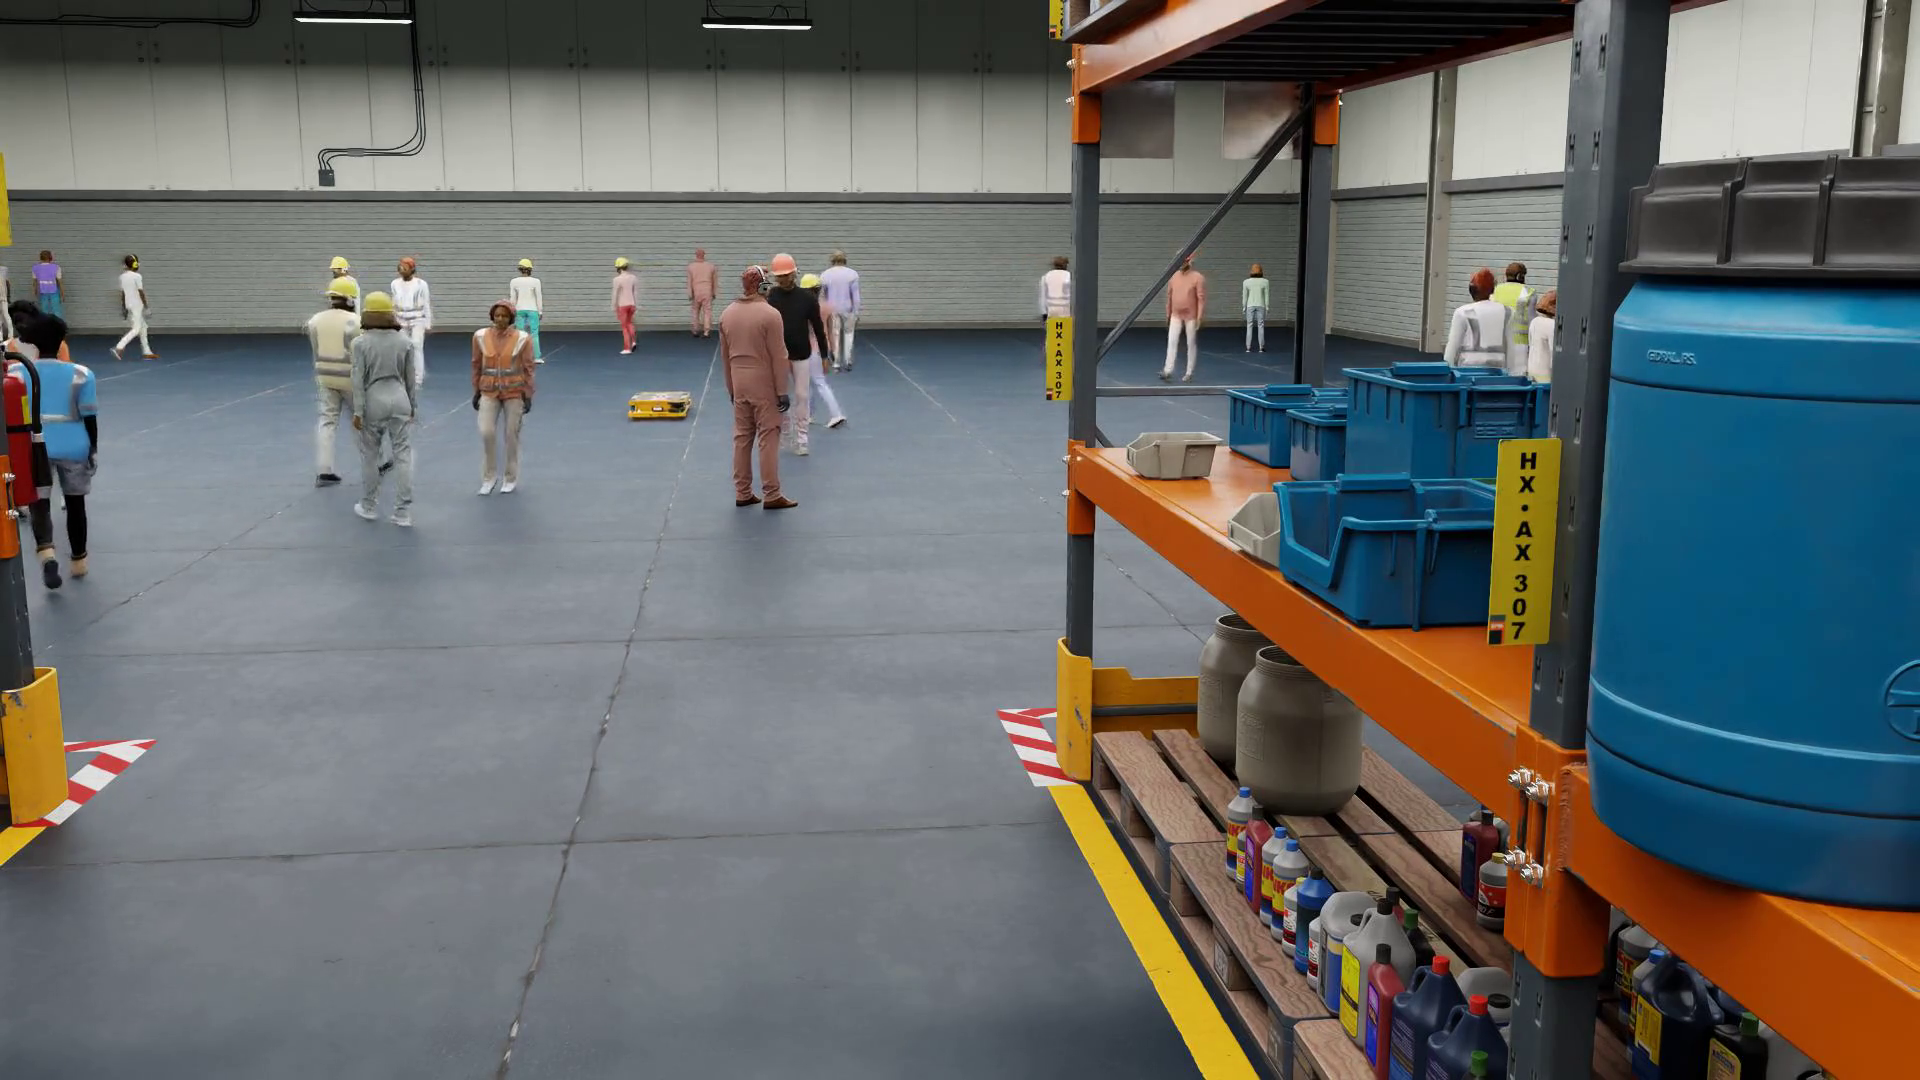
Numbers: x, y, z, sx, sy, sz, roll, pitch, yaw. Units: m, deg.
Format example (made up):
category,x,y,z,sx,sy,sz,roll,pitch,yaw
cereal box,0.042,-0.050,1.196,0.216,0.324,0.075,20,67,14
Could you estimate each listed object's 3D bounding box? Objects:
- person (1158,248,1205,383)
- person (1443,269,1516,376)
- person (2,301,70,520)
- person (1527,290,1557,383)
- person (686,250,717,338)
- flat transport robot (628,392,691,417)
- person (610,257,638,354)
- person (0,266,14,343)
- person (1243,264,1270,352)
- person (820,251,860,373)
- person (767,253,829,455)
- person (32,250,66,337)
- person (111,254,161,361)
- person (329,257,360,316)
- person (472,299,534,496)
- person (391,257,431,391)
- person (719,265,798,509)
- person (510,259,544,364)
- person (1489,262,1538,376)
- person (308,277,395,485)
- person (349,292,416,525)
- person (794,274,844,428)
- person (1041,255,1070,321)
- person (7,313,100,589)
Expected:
category,x,y,z,sx,sy,sz,roll,pitch,yaw
person,3.225,-3.255,24.244,0.647,1.951,0.962,6,12,28
person,4.495,-1.445,14.630,0.611,1.839,0.942,-3,11,-16
person,-7.055,-1.001,12.724,0.548,1.641,0.888,-3,11,-15
person,5.603,-1.577,15.963,0.281,1.625,0.513,-2,10,-10
person,-5.490,-5.226,35.339,0.644,1.856,0.972,-2,11,-12
flat transport robot,-3.599,-1.633,19.981,0.652,0.197,1.431,-1,10,-6
person,-6.123,-4.259,30.291,0.388,1.749,0.558,8,13,37
person,-19.029,-4.787,32.885,0.327,1.871,0.514,6,12,29
person,5.491,-4.299,30.850,0.497,1.635,0.286,3,11,14
person,-1.890,-3.625,26.418,0.658,1.905,0.861,1,10,4
person,-1.627,-1.790,16.168,0.734,1.964,0.493,-1,10,-7
person,-19.315,-5.209,35.261,0.570,1.844,0.377,-3,11,-16
person,-14.294,-4.007,28.713,0.519,1.839,0.873,7,13,35
person,-9.453,-3.423,25.519,0.600,1.827,0.404,8,13,36
person,-3.776,-1.169,13.715,0.531,1.611,0.621,-1,10,-5
person,-7.598,-3.011,23.190,0.599,1.861,0.618,3,11,16
person,-1.578,-1.195,13.093,0.641,1.909,0.409,7,13,35
person,-7.282,-3.839,27.983,0.524,1.764,0.329,0,10,0
person,6.393,-2.289,19.289,0.624,1.838,0.430,9,14,42
person,-5.348,-1.389,14.493,0.602,1.784,0.921,2,11,11
person,-4.337,-0.986,12.449,0.511,1.711,0.784,-8,13,-37
person,-1.601,-2.127,18.720,0.902,1.725,0.536,9,14,40
person,1.676,-3.761,27.373,0.638,1.825,0.452,7,12,34
person,-5.516,-0.537,10.127,0.534,1.673,0.735,-6,12,-28
